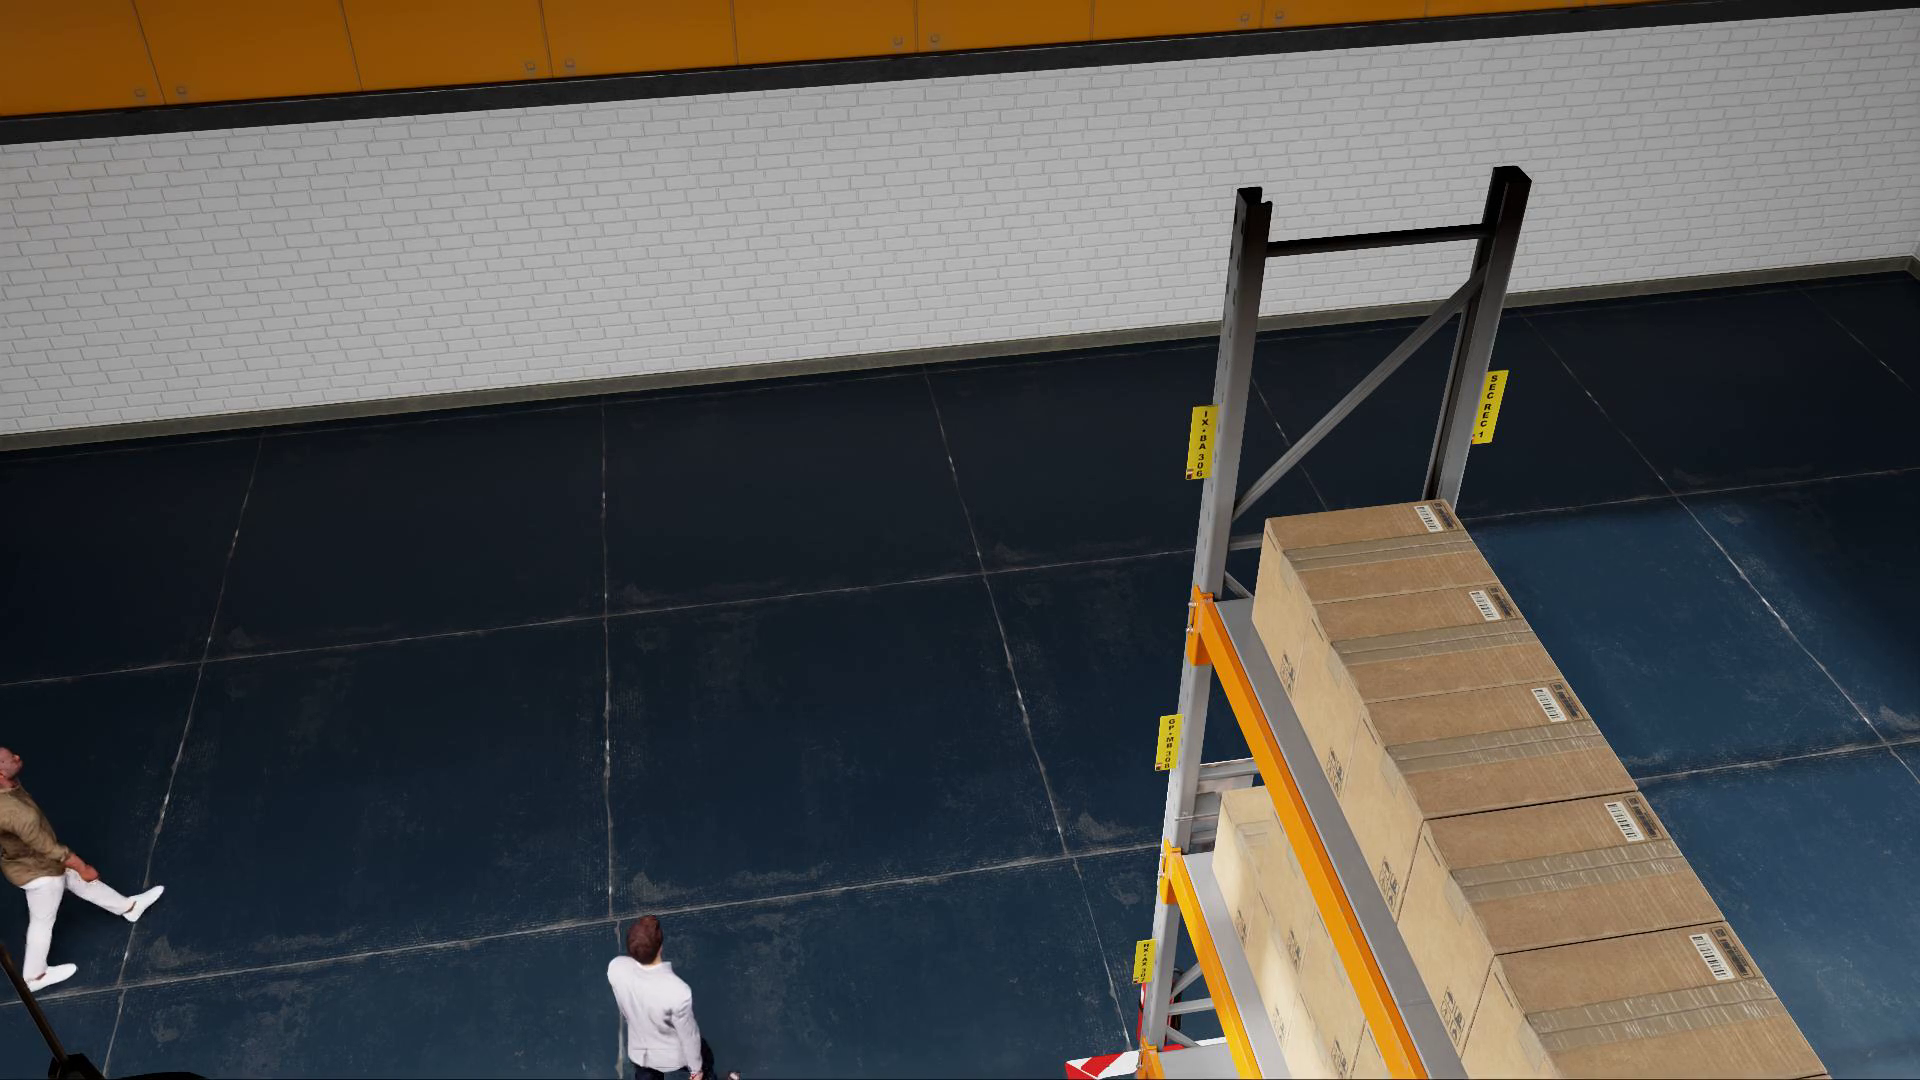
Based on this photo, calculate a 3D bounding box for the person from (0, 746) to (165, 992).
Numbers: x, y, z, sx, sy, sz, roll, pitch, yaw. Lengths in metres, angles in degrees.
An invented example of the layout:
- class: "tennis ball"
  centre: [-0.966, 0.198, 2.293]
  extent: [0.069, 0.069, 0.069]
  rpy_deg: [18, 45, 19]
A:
- class: "person"
  centre: [-5.508, 1.975, 9.800]
  extent: [1.179, 1.780, 1.226]
  rpy_deg: [-30, 47, -32]

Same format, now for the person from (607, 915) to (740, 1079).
- class: "person"
  centre: [-1.618, 2.741, 8.805]
  extent: [0.990, 1.825, 1.103]
  rpy_deg: [15, 41, 18]
